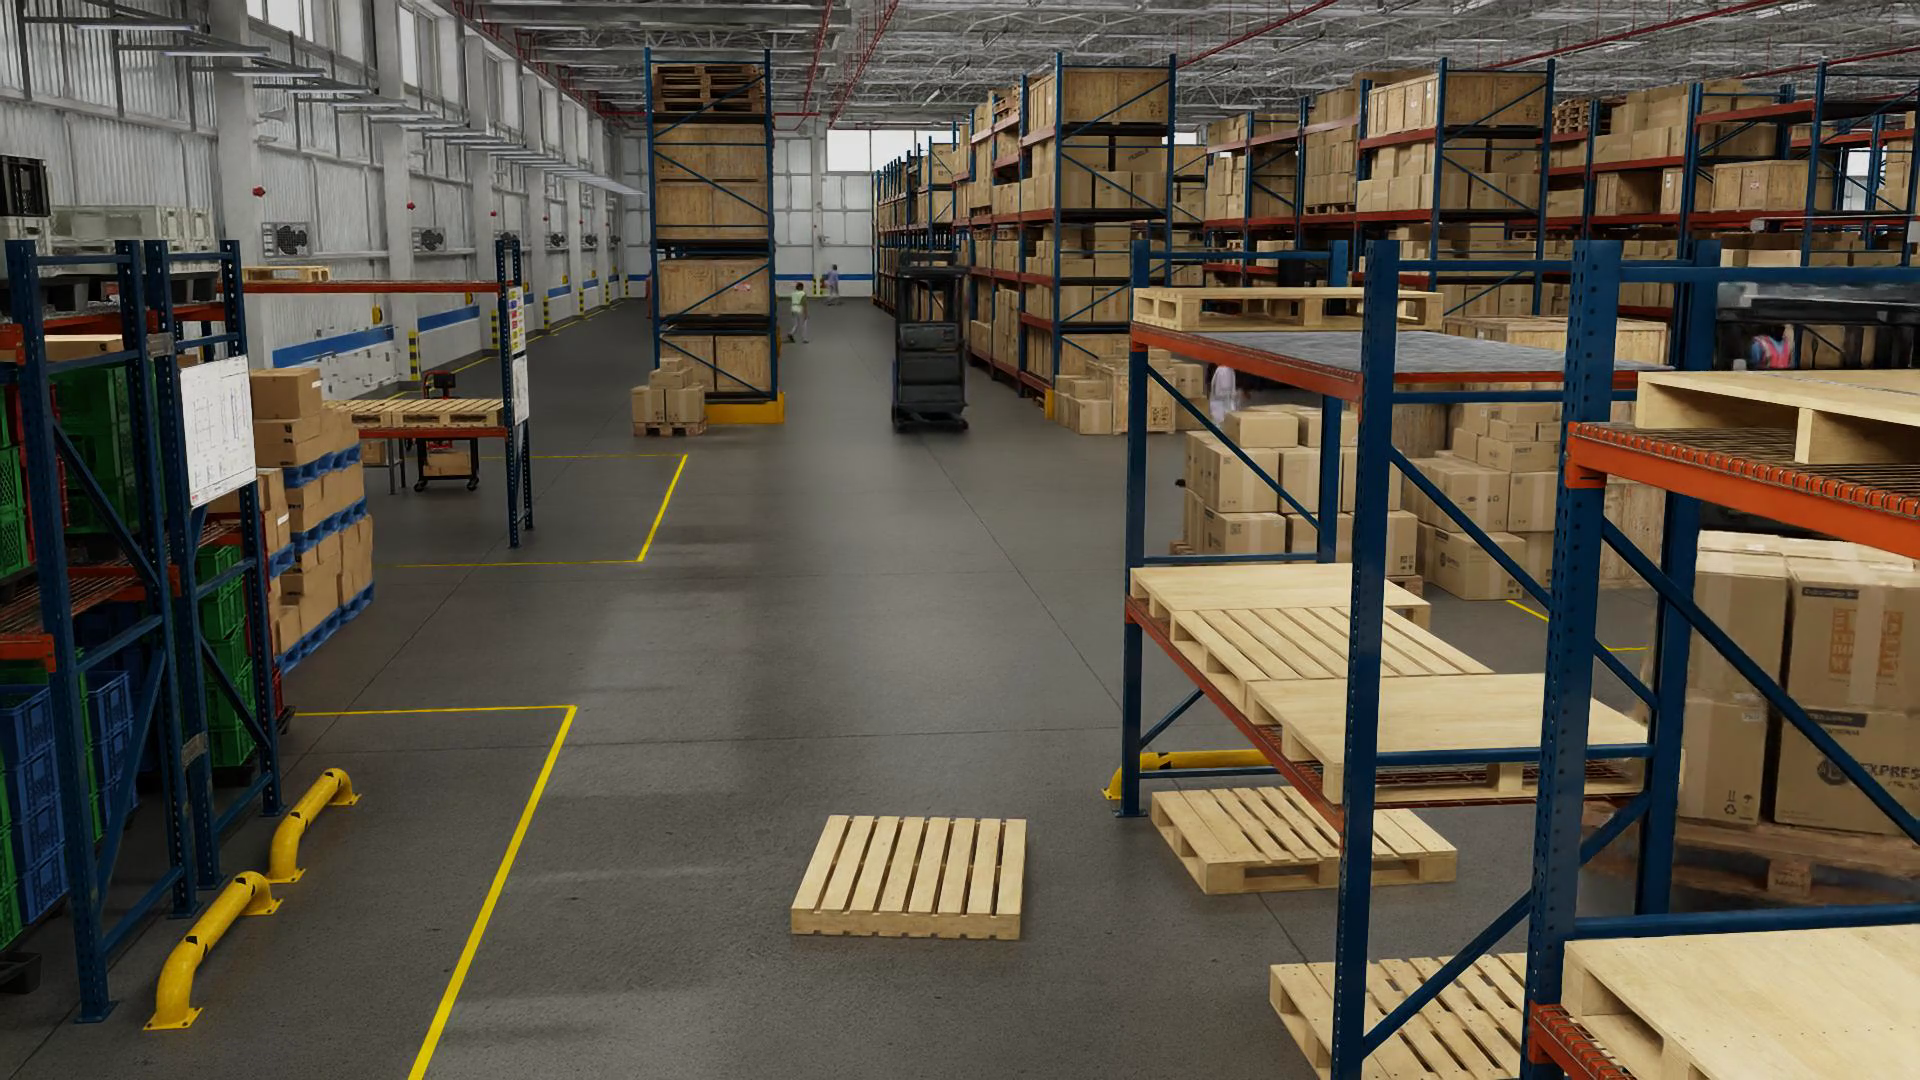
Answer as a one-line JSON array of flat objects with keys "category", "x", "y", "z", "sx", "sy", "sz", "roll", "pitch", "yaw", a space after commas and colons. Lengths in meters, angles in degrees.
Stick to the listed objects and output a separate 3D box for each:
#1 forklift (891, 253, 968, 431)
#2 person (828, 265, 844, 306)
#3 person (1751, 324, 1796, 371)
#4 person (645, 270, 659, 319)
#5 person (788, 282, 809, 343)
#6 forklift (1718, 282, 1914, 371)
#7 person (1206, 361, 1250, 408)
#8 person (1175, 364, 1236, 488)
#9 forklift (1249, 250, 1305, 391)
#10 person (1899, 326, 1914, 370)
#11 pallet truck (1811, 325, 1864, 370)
[{"category": "forklift", "x": -0.531, "y": -3.256, "z": 26.977, "sx": 1.129, "sy": 2.768, "sz": 1.873, "roll": -1, "pitch": 10, "yaw": -6}, {"category": "person", "x": -5.793, "y": -11.805, "z": 77.081, "sx": 0.642, "sy": 1.886, "sz": 0.978, "roll": 7, "pitch": 13, "yaw": 35}, {"category": "person", "x": 11.936, "y": -2.264, "z": 24.411, "sx": 0.628, "sy": 1.829, "sz": 0.447, "roll": -1, "pitch": 10, "yaw": -5}, {"category": "person", "x": -11.929, "y": -9.524, "z": 64.454, "sx": 0.402, "sy": 1.894, "sz": 0.650, "roll": 9, "pitch": 13, "yaw": 40}, {"category": "person", "x": -4.763, "y": -6.674, "z": 48.882, "sx": 0.628, "sy": 1.816, "sz": 0.655, "roll": 8, "pitch": 13, "yaw": 37}, {"category": "forklift", "x": 4.610, "y": -0.053, "z": 9.229, "sx": 1.129, "sy": 2.768, "sz": 1.873, "roll": 5, "pitch": 11, "yaw": 24}, {"category": "person", "x": 3.862, "y": -2.194, "z": 23.721, "sx": 0.637, "sy": 1.951, "sz": 0.838, "roll": 8, "pitch": 13, "yaw": 37}, {"category": "person", "x": 3.198, "y": -1.550, "z": 20.308, "sx": 1.020, "sy": 1.886, "sz": 0.558, "roll": 3, "pitch": 11, "yaw": 15}, {"category": "forklift", "x": 6.625, "y": -4.453, "z": 33.609, "sx": 1.873, "sy": 2.768, "sz": 1.129, "roll": -1, "pitch": 10, "yaw": -6}, {"category": "person", "x": 19.901, "y": -4.132, "z": 34.621, "sx": 0.549, "sy": 1.883, "sz": 1.057, "roll": 0, "pitch": 10, "yaw": 1}, {"category": "pallet truck", "x": 15.846, "y": -3.142, "z": 28.793, "sx": 1.885, "sy": 1.965, "sz": 0.823, "roll": 2, "pitch": 10, "yaw": 12}]
